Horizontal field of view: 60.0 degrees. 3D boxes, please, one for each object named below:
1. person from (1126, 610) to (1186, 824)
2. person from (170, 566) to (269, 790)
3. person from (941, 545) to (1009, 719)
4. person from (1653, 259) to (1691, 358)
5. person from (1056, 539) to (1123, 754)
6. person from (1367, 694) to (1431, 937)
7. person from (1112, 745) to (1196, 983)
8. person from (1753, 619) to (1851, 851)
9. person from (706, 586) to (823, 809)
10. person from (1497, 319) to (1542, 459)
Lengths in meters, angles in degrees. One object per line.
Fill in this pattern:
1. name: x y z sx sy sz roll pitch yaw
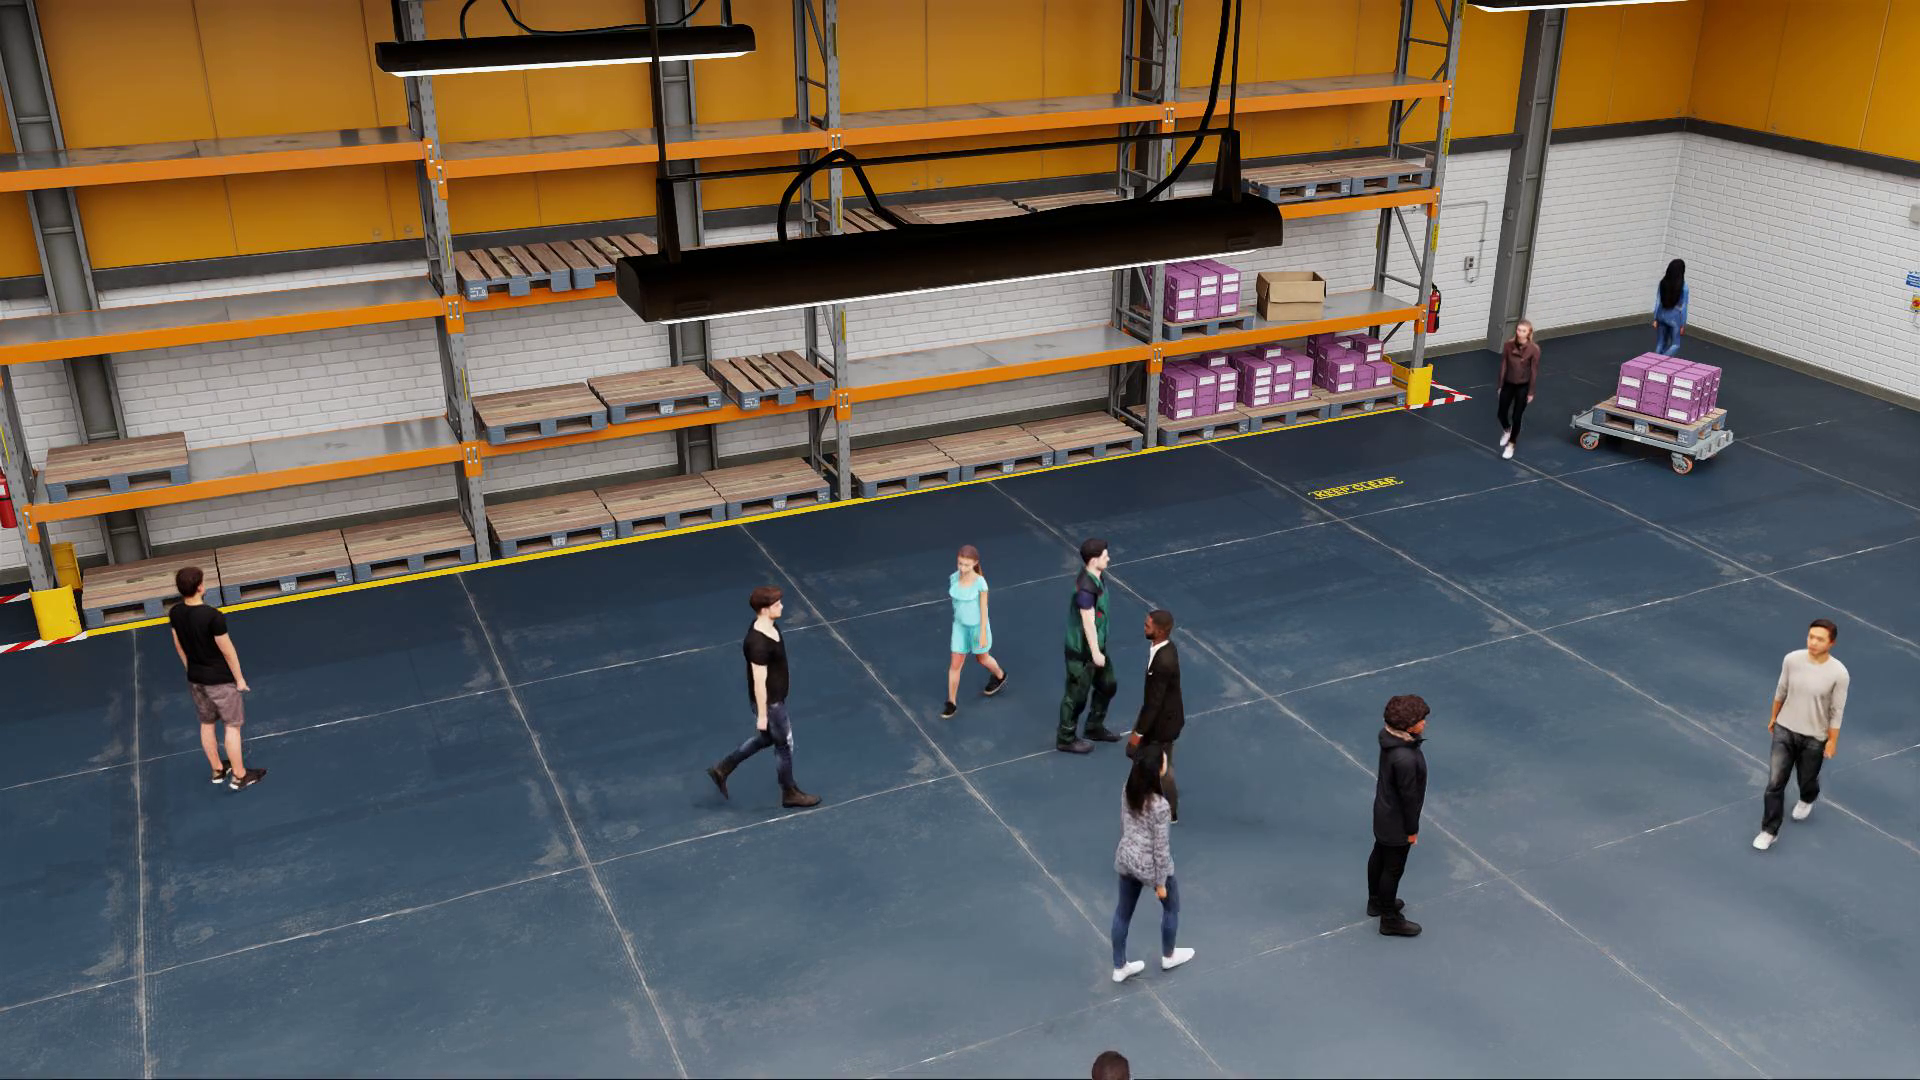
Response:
1. person: 1.575 1.350 12.369 0.800 1.786 0.769 0 24 0
2. person: -5.839 1.062 12.934 0.763 1.862 0.839 7 24 15
3. person: 0.144 0.718 14.144 0.934 1.524 1.148 17 29 34
4. person: 9.407 -2.882 22.156 0.842 1.702 0.708 -16 28 -33
5. person: 0.921 0.861 13.370 0.931 1.880 0.870 5 24 12
6. person: 2.947 1.844 11.246 0.715 1.781 0.703 -2 24 -5
7. person: 1.114 2.119 10.696 0.891 1.717 0.744 -17 29 -34
8. person: 6.258 1.395 12.271 1.188 1.783 0.909 -22 32 -40
9. person: -1.532 1.208 12.579 1.218 1.877 0.953 -1 24 -2
10. person: 6.633 -1.820 19.736 0.767 1.695 0.830 15 28 30
